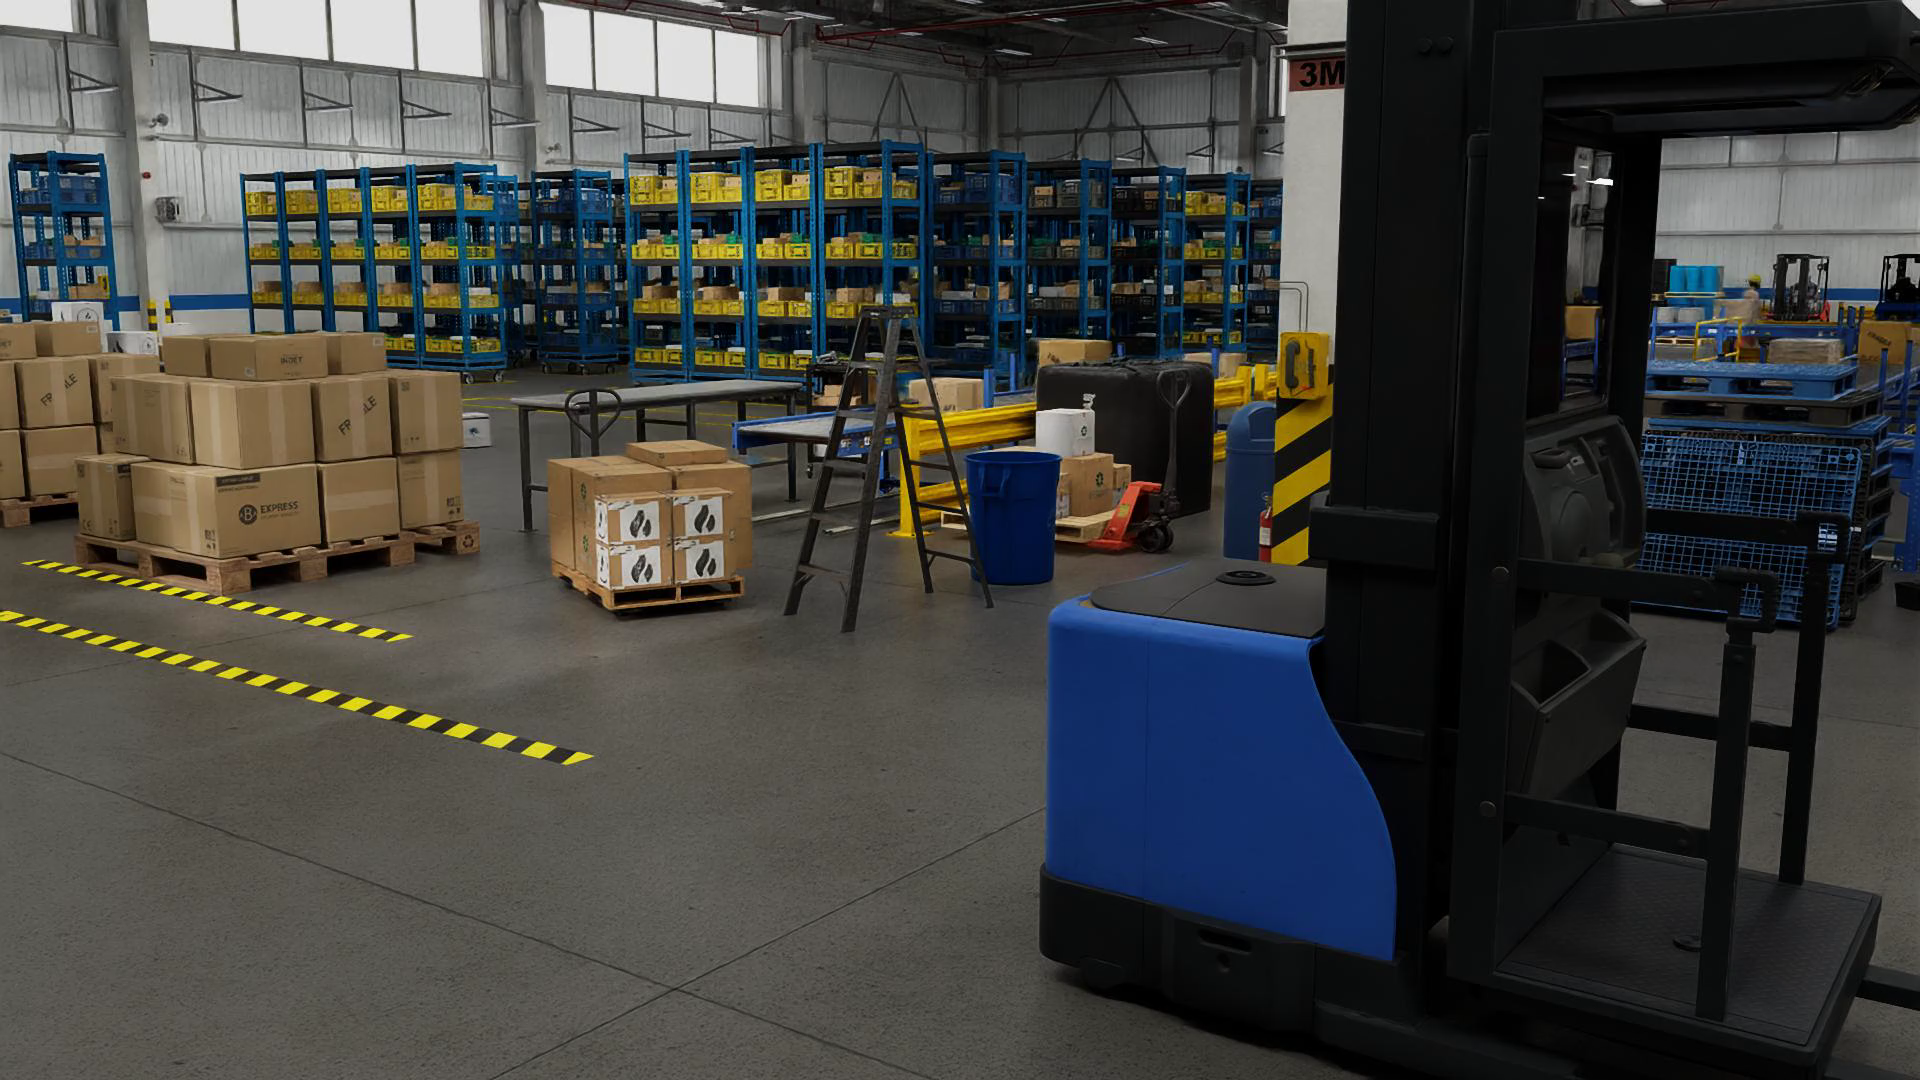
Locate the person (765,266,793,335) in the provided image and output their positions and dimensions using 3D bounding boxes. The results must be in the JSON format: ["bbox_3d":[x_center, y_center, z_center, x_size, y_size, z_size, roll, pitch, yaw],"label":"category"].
[{"bbox_3d":[-3.298,-3.991,30.104,0.639,1.961,0.875,3,10,19],"label":"person"}]

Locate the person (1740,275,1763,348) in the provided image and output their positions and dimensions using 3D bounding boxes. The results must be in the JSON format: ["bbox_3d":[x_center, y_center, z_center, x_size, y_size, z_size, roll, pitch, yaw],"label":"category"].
[{"bbox_3d":[15.905,-4.428,33.298,0.735,1.741,0.525,1,10,5],"label":"person"}]

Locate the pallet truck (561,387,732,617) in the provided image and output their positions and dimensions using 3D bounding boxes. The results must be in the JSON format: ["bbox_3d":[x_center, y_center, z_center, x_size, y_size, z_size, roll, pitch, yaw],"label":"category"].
[{"bbox_3d":[-1.981,-0.274,10.088,0.680,1.201,1.601,-5,11,-28],"label":"pallet truck"}]

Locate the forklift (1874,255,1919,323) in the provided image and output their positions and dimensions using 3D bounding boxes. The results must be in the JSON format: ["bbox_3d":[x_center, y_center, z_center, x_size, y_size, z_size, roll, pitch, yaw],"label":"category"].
[{"bbox_3d":[22.089,-5.634,38.796,1.157,1.987,2.680,6,11,33],"label":"forklift"}]

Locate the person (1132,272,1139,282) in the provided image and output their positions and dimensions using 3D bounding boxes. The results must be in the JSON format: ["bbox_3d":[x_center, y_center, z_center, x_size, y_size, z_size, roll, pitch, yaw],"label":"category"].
[{"bbox_3d":[4.620,-6.046,42.715,0.826,1.810,0.594,-9,13,-42],"label":"person"}]

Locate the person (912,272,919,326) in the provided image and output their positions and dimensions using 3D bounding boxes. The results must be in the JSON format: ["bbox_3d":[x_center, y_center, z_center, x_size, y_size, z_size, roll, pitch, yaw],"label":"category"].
[{"bbox_3d":[-0.858,-4.546,33.816,0.643,1.803,0.663,-7,12,-35],"label":"person"}]

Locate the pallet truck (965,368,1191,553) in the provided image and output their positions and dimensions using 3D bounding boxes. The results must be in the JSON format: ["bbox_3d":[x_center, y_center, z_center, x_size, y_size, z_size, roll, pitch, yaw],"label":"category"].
[{"bbox_3d":[0.845,-0.609,11.869,1.630,1.274,0.653,7,12,35],"label":"pallet truck"}]

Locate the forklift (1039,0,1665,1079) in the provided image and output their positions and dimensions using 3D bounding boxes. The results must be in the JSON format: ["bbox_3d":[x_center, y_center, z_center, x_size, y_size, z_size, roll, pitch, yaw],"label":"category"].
[{"bbox_3d":[1.249,-0.137,4.360,1.873,2.768,1.129,7,12,35],"label":"forklift"}]

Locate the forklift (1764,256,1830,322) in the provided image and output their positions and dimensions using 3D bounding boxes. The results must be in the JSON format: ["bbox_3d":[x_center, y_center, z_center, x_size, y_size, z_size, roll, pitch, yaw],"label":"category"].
[{"bbox_3d":[20.253,-5.854,40.139,1.157,1.987,2.680,7,12,35],"label":"forklift"}]
